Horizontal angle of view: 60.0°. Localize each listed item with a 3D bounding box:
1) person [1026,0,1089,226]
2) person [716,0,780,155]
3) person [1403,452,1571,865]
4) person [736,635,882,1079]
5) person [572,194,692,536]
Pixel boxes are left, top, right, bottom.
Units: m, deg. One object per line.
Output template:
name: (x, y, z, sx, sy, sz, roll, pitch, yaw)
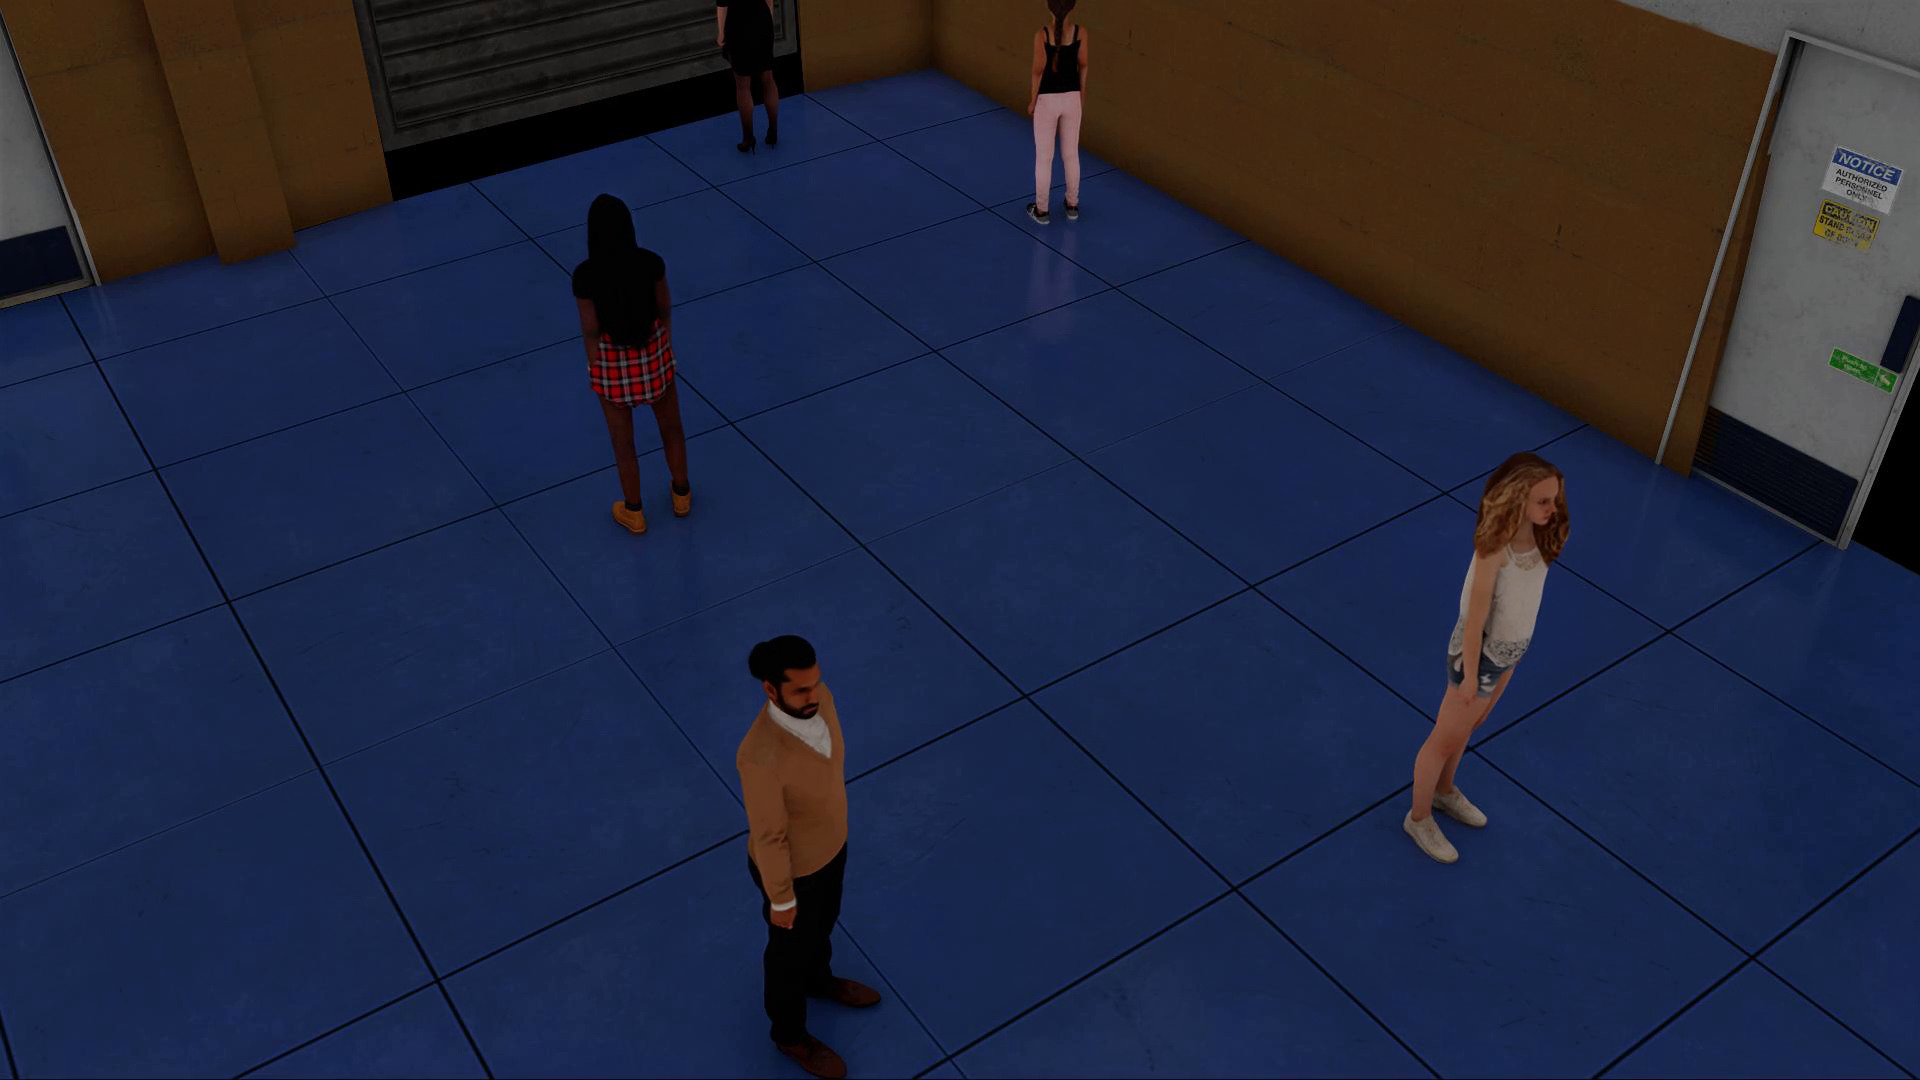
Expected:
person: (0.622, -2.763, 10.525, 0.544, 1.565, 0.655, -9, 38, -12)
person: (-1.445, -3.476, 11.343, 0.436, 1.705, 0.652, -21, 42, -25)
person: (1.910, 0.421, 6.121, 0.668, 1.759, 0.504, 31, 47, 34)
person: (-0.510, 1.001, 5.353, 0.817, 1.753, 0.726, 11, 38, 14)
person: (-1.532, -0.810, 7.787, 0.558, 1.728, 0.695, -18, 41, -23)
